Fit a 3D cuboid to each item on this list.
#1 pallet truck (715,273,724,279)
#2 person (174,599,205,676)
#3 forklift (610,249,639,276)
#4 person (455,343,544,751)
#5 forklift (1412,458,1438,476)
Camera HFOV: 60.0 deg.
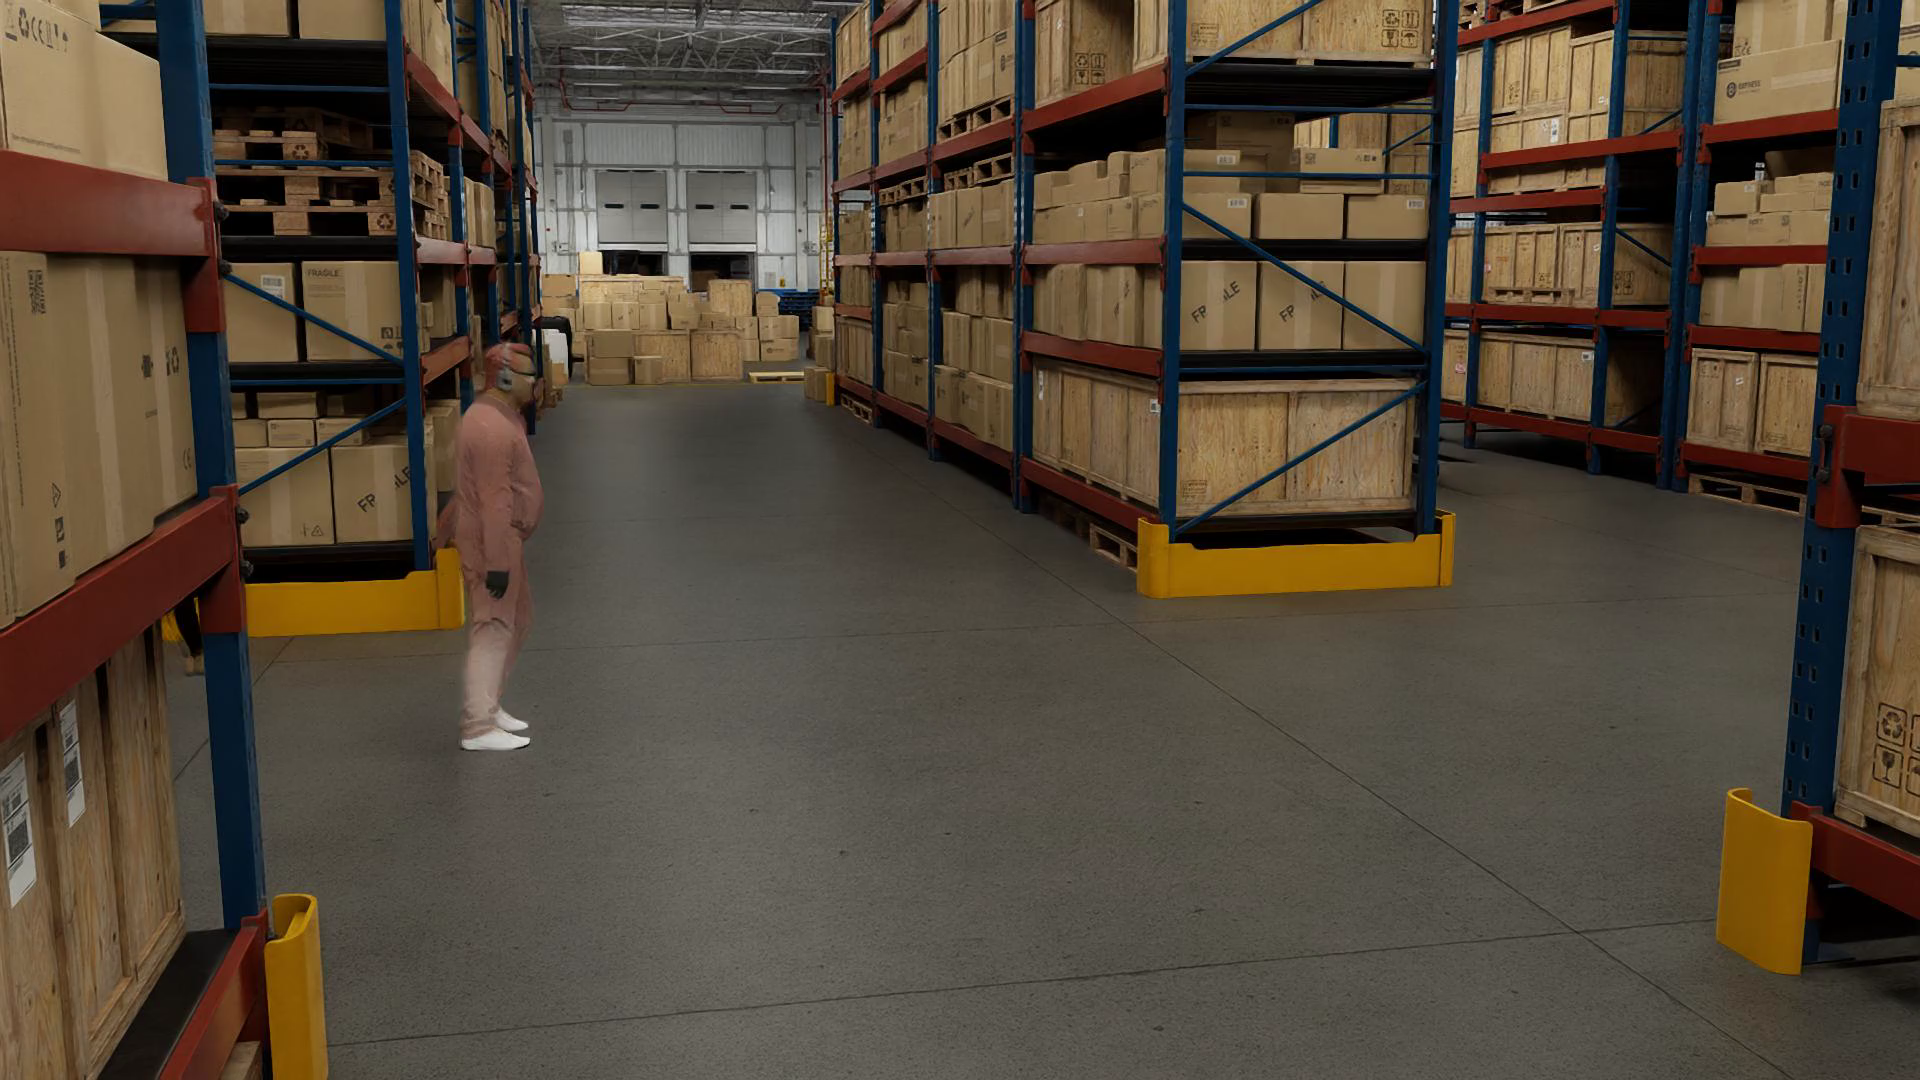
[{"bbox_3d":[-8.580,-8.986,62.280,1.885,1.965,0.823,1,9,5],"label":"pallet truck"},{"bbox_3d":[-4.362,-0.044,8.813,0.861,1.657,0.539,-3,10,-18],"label":"person"},{"bbox_3d":[-11.590,-8.676,57.704,1.129,2.768,1.873,-7,12,-38],"label":"forklift"},{"bbox_3d":[-2.132,0.038,7.667,0.433,1.880,0.655,-3,10,-19],"label":"person"},{"bbox_3d":[4.262,-2.157,17.973,1.129,2.768,1.873,-2,10,-12],"label":"forklift"}]
